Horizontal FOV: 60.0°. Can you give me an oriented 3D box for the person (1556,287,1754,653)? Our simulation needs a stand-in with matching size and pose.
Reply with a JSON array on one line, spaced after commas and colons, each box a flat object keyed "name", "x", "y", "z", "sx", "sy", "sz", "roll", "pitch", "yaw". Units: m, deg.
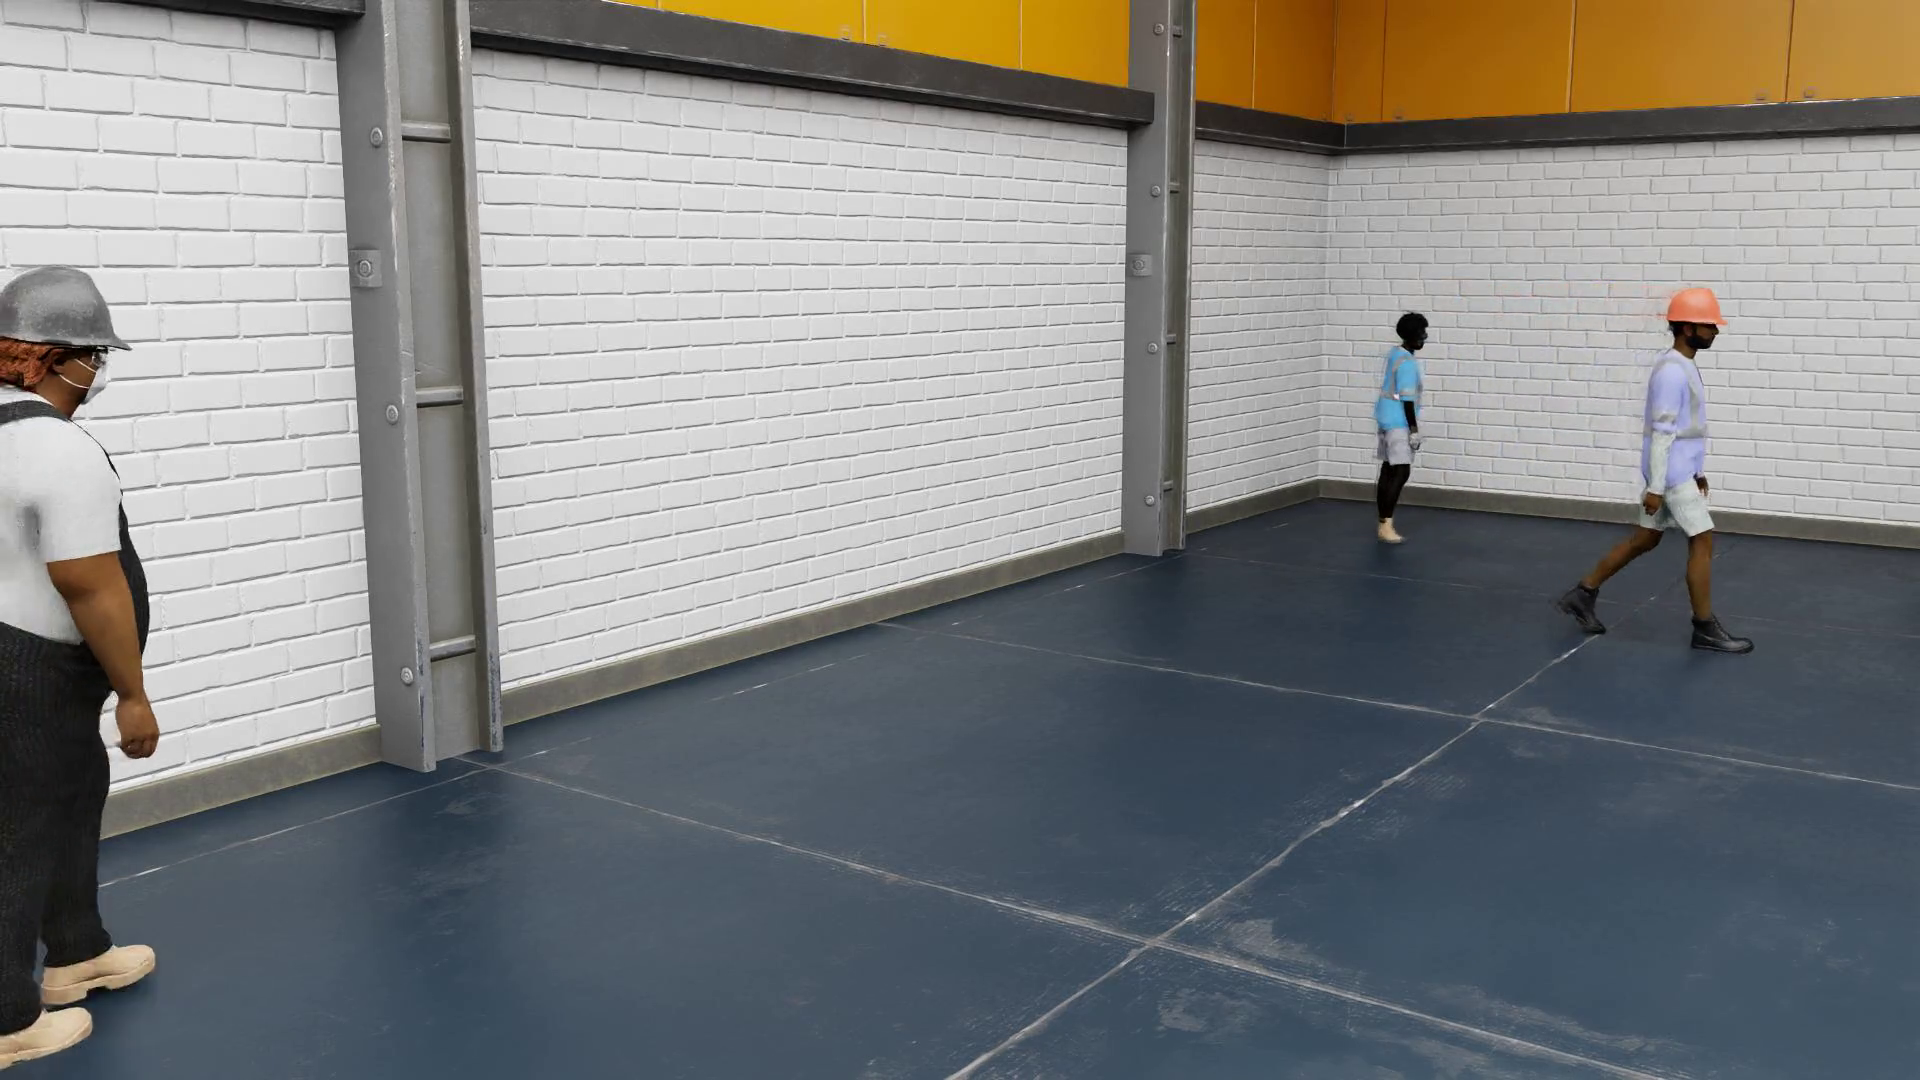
[{"name": "person", "x": 3.671, "y": -0.377, "z": 8.734, "sx": 0.950, "sy": 1.903, "sz": 0.555, "roll": 4, "pitch": 10, "yaw": 23}]

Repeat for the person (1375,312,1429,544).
[{"name": "person", "x": 3.180, "y": -0.822, "z": 12.067, "sx": 0.317, "sy": 1.662, "sz": 0.646, "roll": 1, "pitch": 10, "yaw": 3}]

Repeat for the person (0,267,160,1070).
[{"name": "person", "x": -2.288, "y": 0.300, "z": 4.252, "sx": 0.716, "sy": 2.000, "sz": 0.745, "roll": 7, "pitch": 12, "yaw": 37}]
